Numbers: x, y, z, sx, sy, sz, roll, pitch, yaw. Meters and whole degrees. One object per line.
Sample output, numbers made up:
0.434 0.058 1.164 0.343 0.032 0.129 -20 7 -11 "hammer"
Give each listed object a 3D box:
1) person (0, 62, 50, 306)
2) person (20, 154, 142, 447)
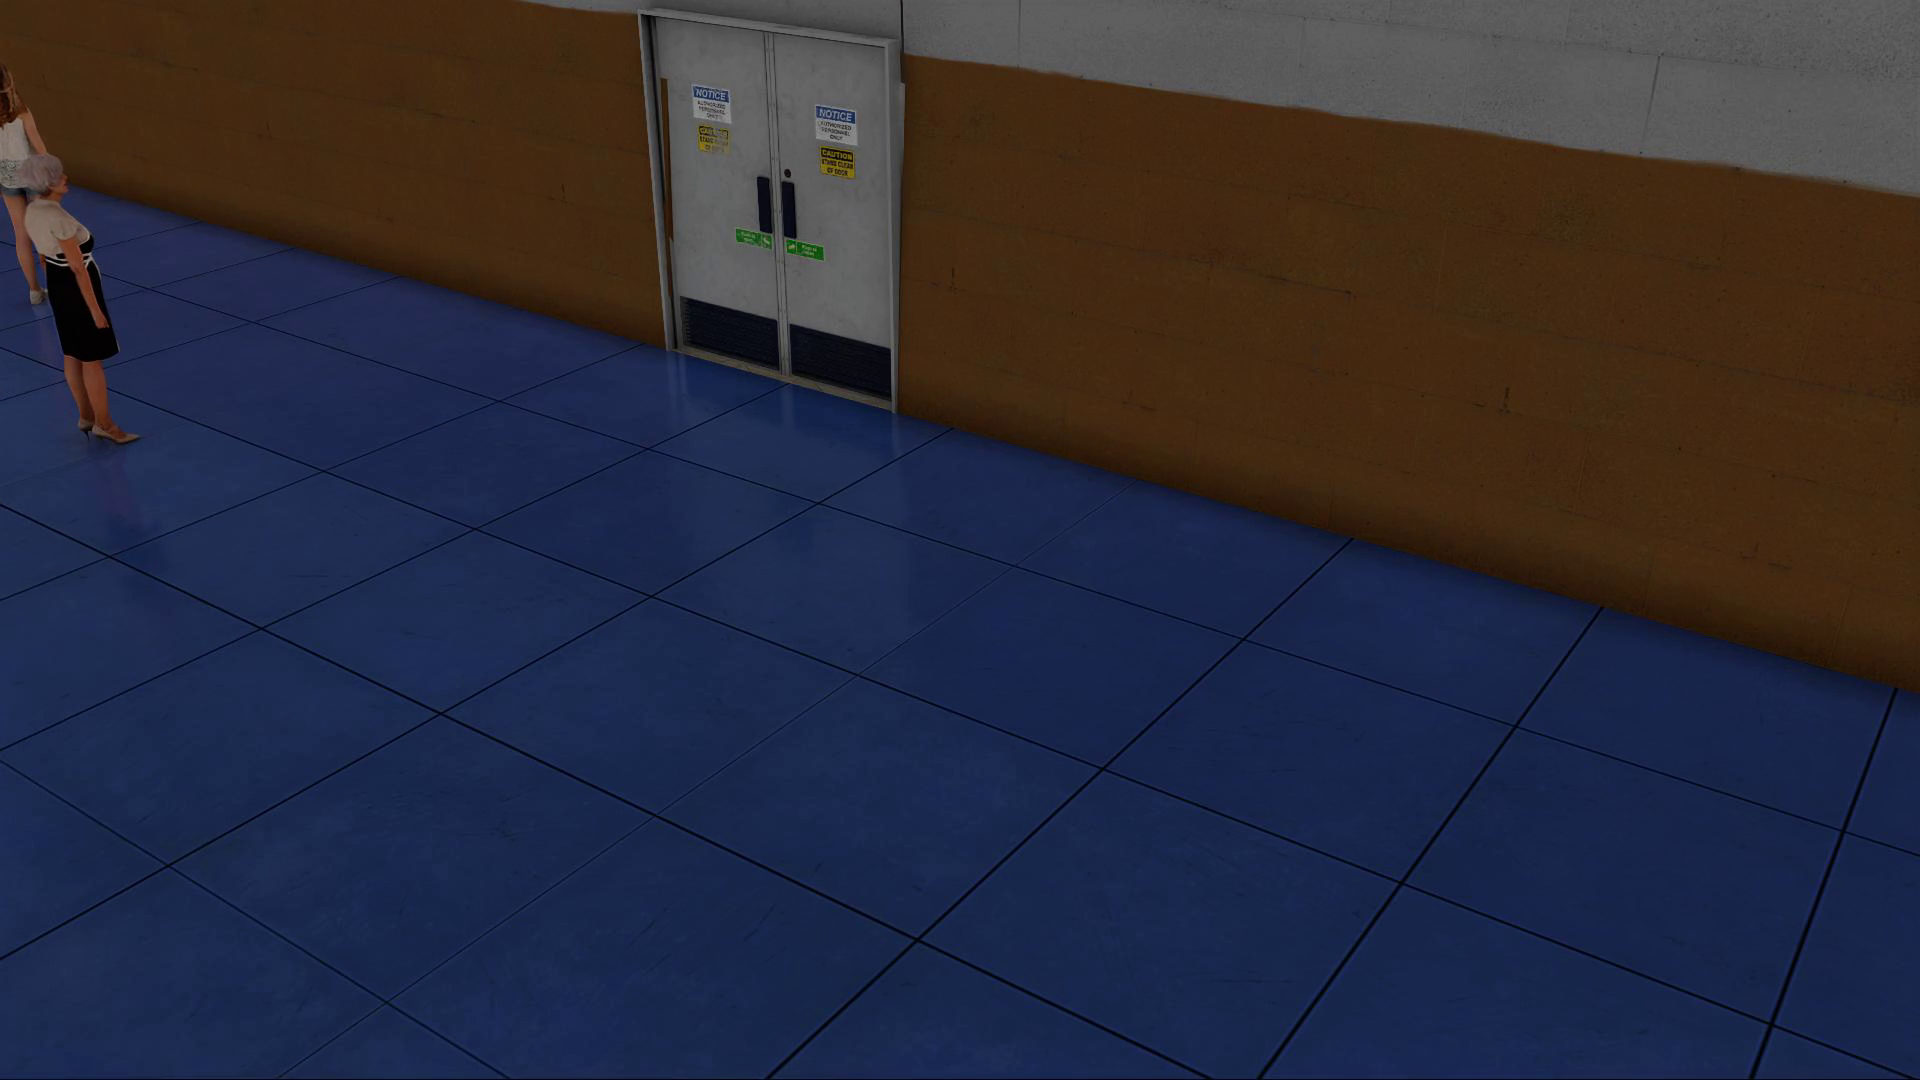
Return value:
-6.870 -2.598 12.187 0.654 1.758 0.690 -1 27 -3 "person"
-5.244 -1.405 9.839 0.658 1.754 0.546 21 34 35 "person"
